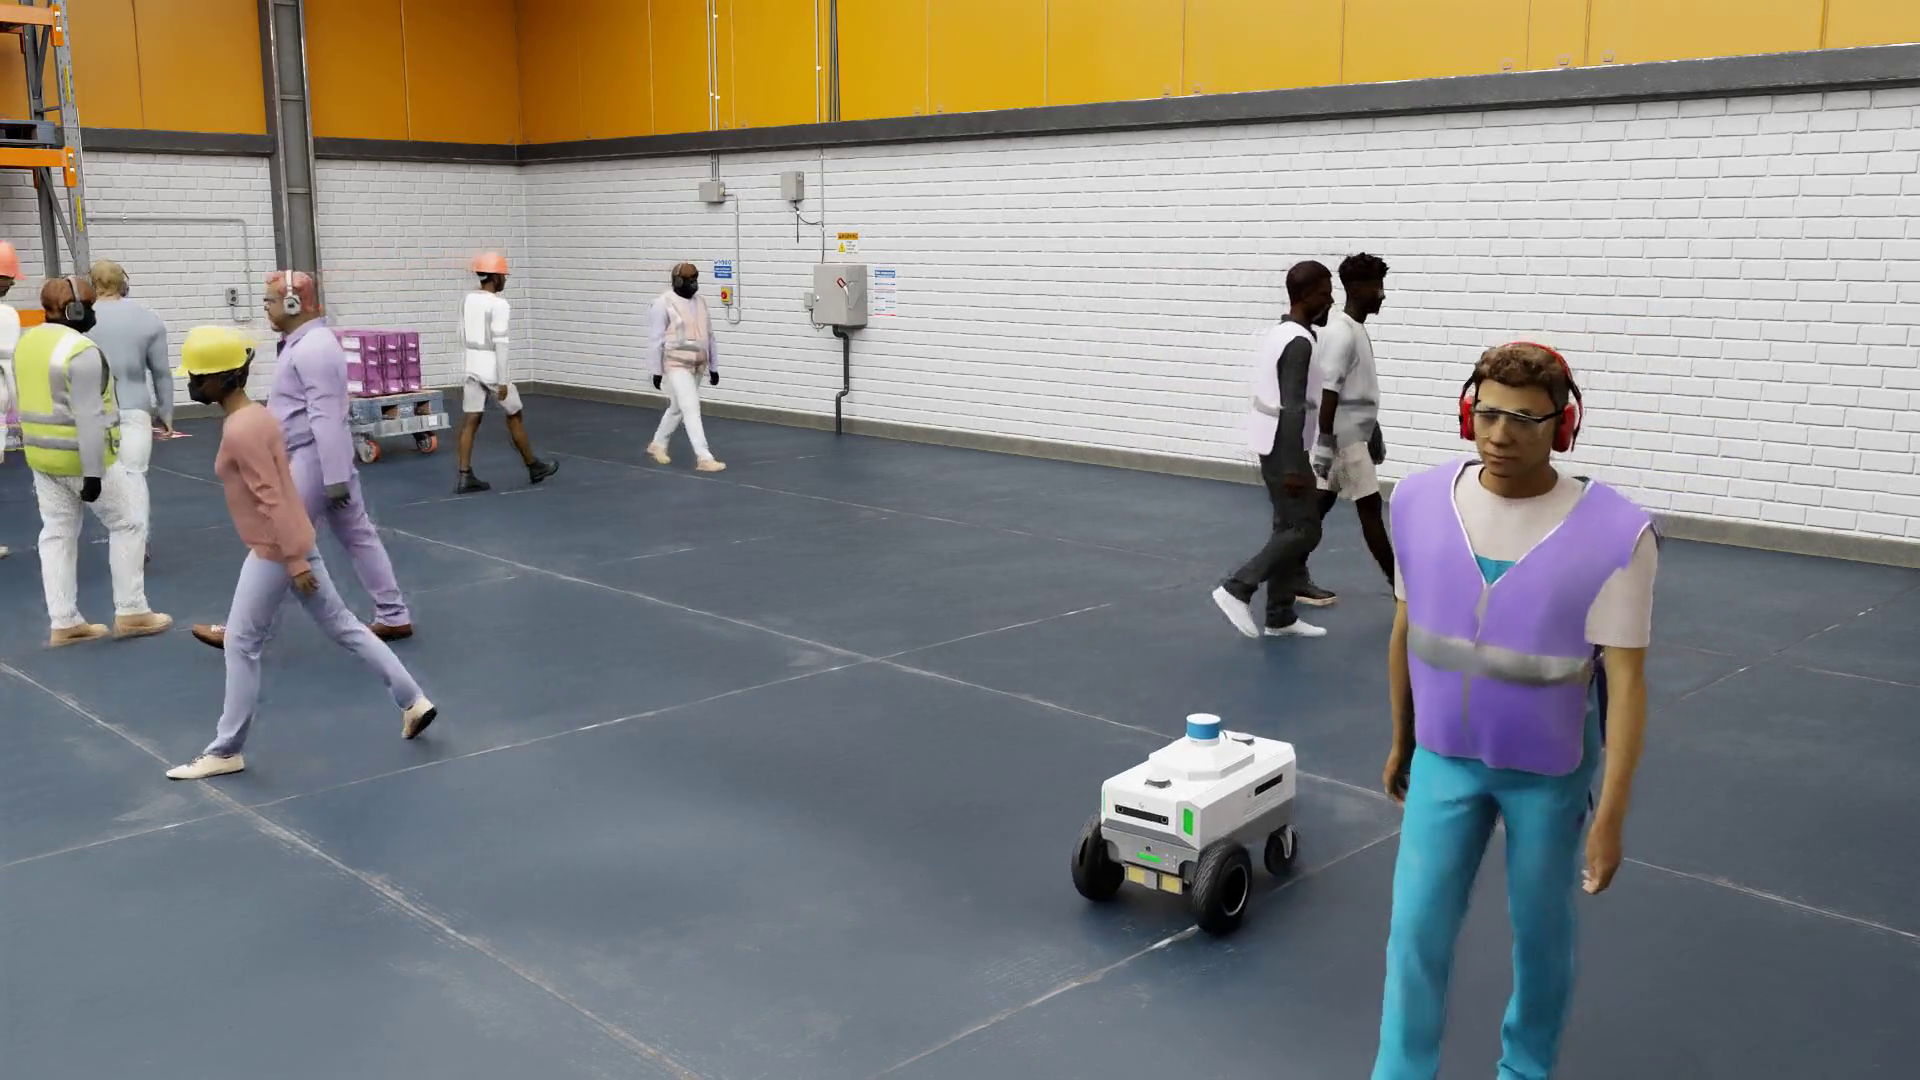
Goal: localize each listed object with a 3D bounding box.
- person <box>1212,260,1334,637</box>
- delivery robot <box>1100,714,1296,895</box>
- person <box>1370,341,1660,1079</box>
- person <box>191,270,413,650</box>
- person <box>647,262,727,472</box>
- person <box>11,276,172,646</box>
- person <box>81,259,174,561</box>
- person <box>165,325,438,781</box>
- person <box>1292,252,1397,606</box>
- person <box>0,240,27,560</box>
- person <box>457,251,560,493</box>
[{"bbox_3d":[1.591,-0.426,8.261,0.488,1.903,0.613,1,10,4],"label":"person"},{"bbox_3d":[0.741,0.777,5.105,0.477,0.478,0.707,8,13,37],"label":"delivery robot"},{"bbox_3d":[1.085,0.501,3.450,0.589,1.801,0.891,8,13,36],"label":"person"},{"bbox_3d":[-3.200,-0.368,8.064,1.024,1.849,0.662,-3,11,-16],"label":"person"},{"bbox_3d":[-2.426,-1.516,14.505,0.987,1.798,0.629,7,13,35],"label":"person"},{"bbox_3d":[-4.320,-0.398,8.308,0.628,1.824,0.647,5,12,27],"label":"person"},{"bbox_3d":[-5.160,-0.763,10.184,0.641,1.885,1.002,-4,11,-21],"label":"person"},{"bbox_3d":[-2.508,0.030,6.310,0.951,1.705,0.558,-3,11,-15],"label":"person"},{"bbox_3d":[2.198,-0.565,8.933,0.960,1.919,0.635,3,11,18],"label":"person"},{"bbox_3d":[-5.884,-0.811,10.082,0.690,1.999,0.600,4,11,19],"label":"person"},{"bbox_3d":[-3.681,-1.344,13.273,0.567,1.886,0.977,7,13,34],"label":"person"}]
